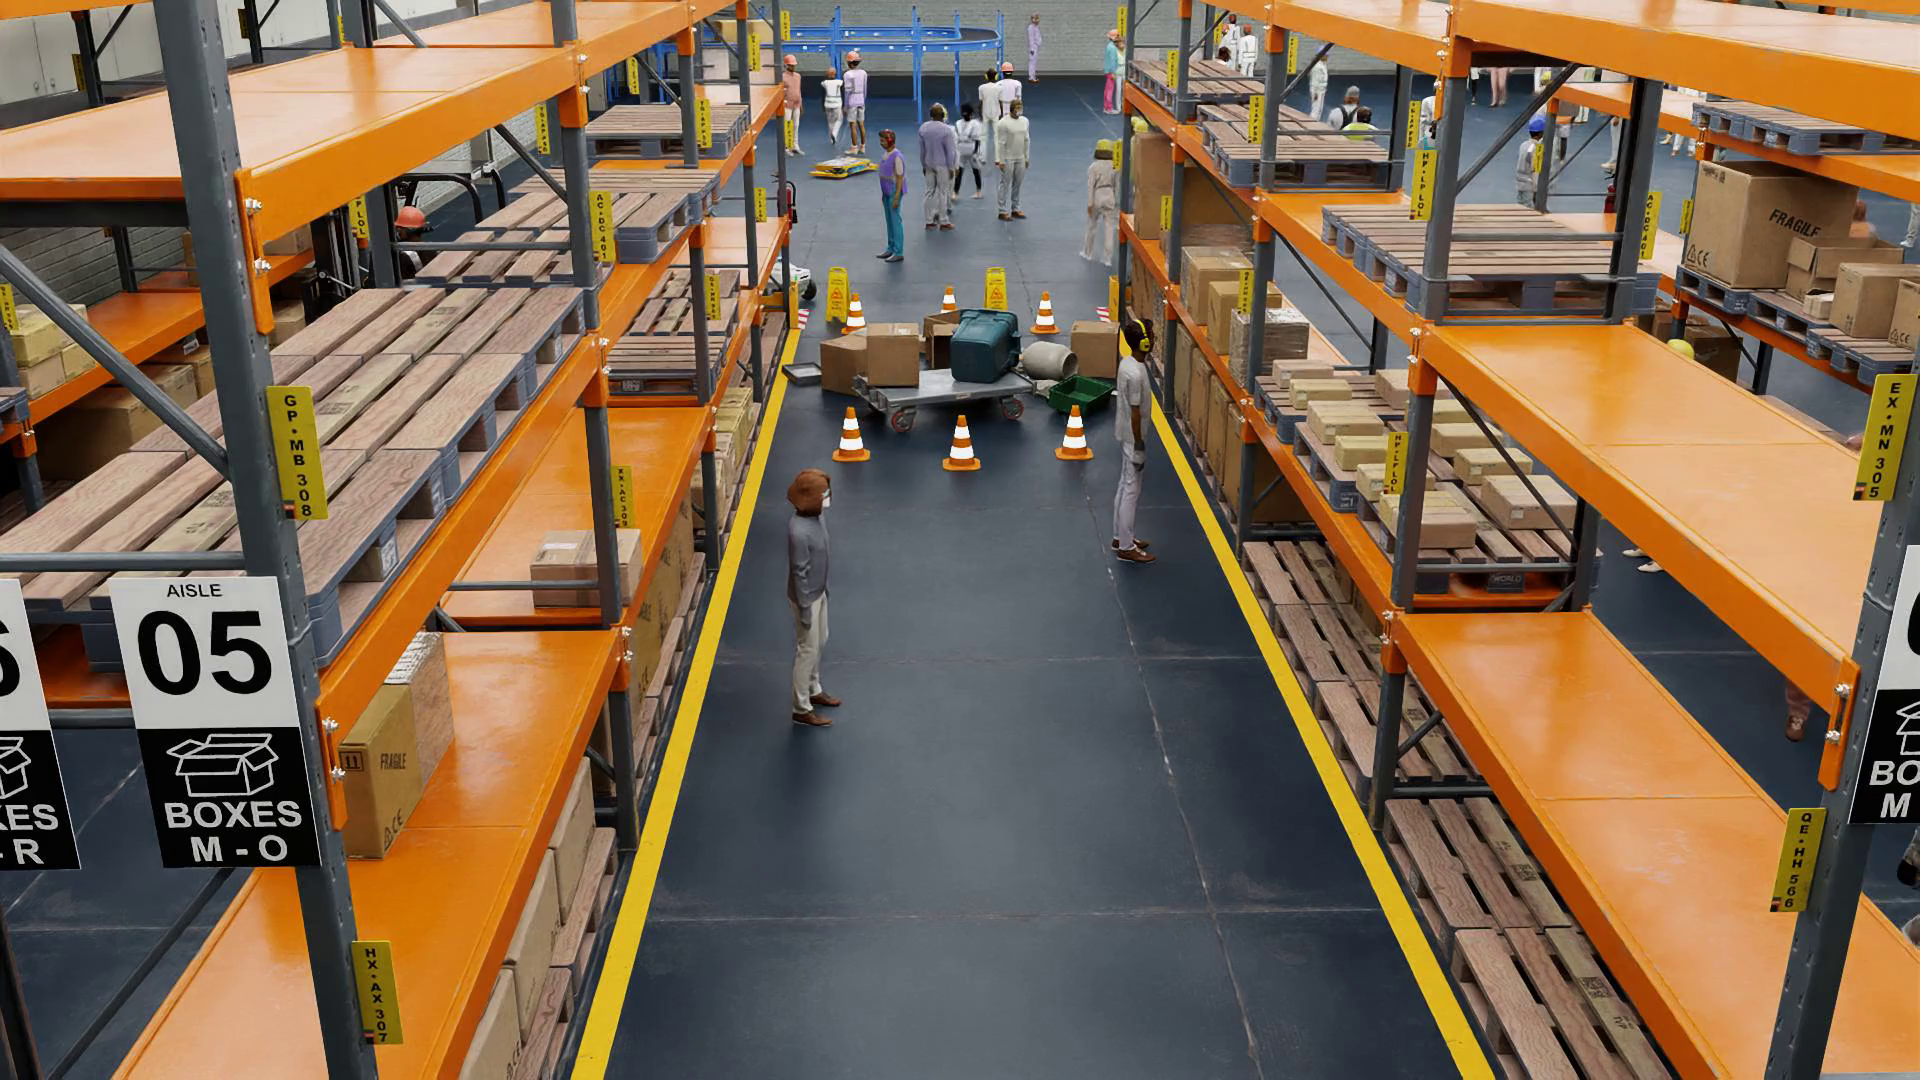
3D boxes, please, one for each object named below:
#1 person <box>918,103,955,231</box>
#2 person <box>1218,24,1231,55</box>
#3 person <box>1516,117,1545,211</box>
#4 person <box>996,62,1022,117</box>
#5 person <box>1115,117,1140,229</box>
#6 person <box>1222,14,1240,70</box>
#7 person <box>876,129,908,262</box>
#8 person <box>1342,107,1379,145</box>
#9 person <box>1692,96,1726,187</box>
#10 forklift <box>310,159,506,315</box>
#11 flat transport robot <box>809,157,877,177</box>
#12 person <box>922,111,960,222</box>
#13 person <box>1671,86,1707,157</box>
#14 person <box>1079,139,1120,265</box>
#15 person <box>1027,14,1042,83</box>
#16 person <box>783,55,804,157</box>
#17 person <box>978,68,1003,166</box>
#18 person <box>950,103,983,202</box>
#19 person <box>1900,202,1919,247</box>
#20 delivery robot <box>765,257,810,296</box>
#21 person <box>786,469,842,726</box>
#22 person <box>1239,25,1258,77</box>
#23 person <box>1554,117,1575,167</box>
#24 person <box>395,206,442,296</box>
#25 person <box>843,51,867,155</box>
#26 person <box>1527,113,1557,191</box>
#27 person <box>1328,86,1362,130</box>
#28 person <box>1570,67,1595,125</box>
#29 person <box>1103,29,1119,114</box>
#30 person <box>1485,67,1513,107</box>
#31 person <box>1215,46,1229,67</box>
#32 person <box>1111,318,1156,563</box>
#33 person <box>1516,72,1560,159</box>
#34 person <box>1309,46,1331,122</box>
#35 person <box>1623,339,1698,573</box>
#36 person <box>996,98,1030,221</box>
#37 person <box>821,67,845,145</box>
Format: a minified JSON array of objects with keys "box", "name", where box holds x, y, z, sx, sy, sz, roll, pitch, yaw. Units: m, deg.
[{"box":[-0.347,-5.781,25.776,0.630,1.940,0.370,13,24,31],"name":"person"},{"box":[7.363,-13.529,46.506,0.318,1.756,0.563,-5,21,-12],"name":"person"},{"box":[8.167,-5.059,23.851,0.382,1.949,0.614,-2,21,-4],"name":"person"},{"box":[0.931,-8.400,32.717,0.543,1.929,0.386,-2,21,-5],"name":"person"},{"box":[2.635,-5.658,25.724,0.582,1.738,0.489,-2,21,-5],"name":"person"},{"box":[7.909,-14.381,48.585,0.585,1.881,0.337,15,25,34],"name":"person"},{"box":[-0.952,-4.867,23.501,0.388,1.837,0.564,-8,22,-20],"name":"person"},{"box":[6.268,-5.858,26.117,0.633,1.839,0.429,14,25,32],"name":"person"},{"box":[12.642,-6.594,28.021,0.512,1.872,0.328,9,22,22],"name":"person"},{"box":[-5.622,-2.910,17.832,2.313,2.155,1.214,-1,21,-1],"name":"forklift"},{"box":[-2.207,-7.070,31.502,0.652,0.197,1.431,10,23,24],"name":"flat transport robot"},{"box":[-0.307,-6.018,26.632,0.600,1.782,0.913,15,26,35],"name":"person"},{"box":[14.742,-8.701,33.587,0.574,1.875,0.351,11,24,28],"name":"person"},{"box":[1.964,-4.779,23.427,0.513,1.711,0.803,-7,22,-18],"name":"person"},{"box":[2.169,-14.241,48.184,0.407,1.908,0.641,5,21,14],"name":"person"},{"box":[-3.412,-8.774,33.607,0.382,1.993,0.622,17,26,38],"name":"person"},{"box":[0.598,-8.215,32.328,0.504,1.861,0.325,3,21,7],"name":"person"},{"box":[0.121,-6.606,28.354,0.549,1.646,0.865,14,25,33],"name":"person"},{"box":[14.244,-5.191,24.501,0.486,1.736,0.320,0,21,1],"name":"person"},{"box":[-2.265,-3.351,21.148,0.707,0.478,0.477,12,24,29],"name":"delivery robot"},{"box":[-0.898,0.342,10.034,0.279,1.621,0.508,3,21,8],"name":"person"},{"box":[7.666,-12.724,44.211,0.672,1.878,0.346,-13,24,-31],"name":"person"},{"box":[11.665,-8.104,32.275,0.540,1.680,0.347,15,26,35],"name":"person"},{"box":[-5.252,-2.226,16.228,0.358,2.047,0.615,5,21,14],"name":"person"},{"box":[-2.149,-8.855,33.756,0.374,2.044,0.605,17,26,37],"name":"person"},{"box":[8.578,-5.313,24.572,0.579,1.911,0.688,19,28,41],"name":"person"},{"box":[6.489,-6.610,27.825,0.700,2.000,1.127,10,23,24],"name":"person"},{"box":[14.517,-10.487,38.656,0.507,1.623,0.286,-13,24,-31],"name":"person"},{"box":[3.719,-11.467,40.725,0.393,1.995,0.612,-2,21,-5],"name":"person"},{"box":[13.598,-11.888,41.996,0.653,1.890,0.452,18,27,38],"name":"person"},{"box":[5.723,-9.929,36.786,0.402,1.910,0.598,-6,21,-15],"name":"person"},{"box":[1.337,-0.758,12.591,0.322,1.875,0.531,-1,21,-3],"name":"person"},{"box":[11.683,-8.496,33.285,0.905,1.692,0.504,12,24,30],"name":"person"},{"box":[7.857,-9.852,36.598,0.379,1.921,0.770,9,22,22],"name":"person"},{"box":[5.240,-0.626,12.391,0.325,1.767,0.533,1,21,3],"name":"person"},{"box":[0.852,-6.091,26.617,0.627,1.929,0.377,-17,26,-37],"name":"person"},{"box":[-2.689,-9.148,35.113,0.528,1.618,0.547,4,21,11],"name":"person"}]
